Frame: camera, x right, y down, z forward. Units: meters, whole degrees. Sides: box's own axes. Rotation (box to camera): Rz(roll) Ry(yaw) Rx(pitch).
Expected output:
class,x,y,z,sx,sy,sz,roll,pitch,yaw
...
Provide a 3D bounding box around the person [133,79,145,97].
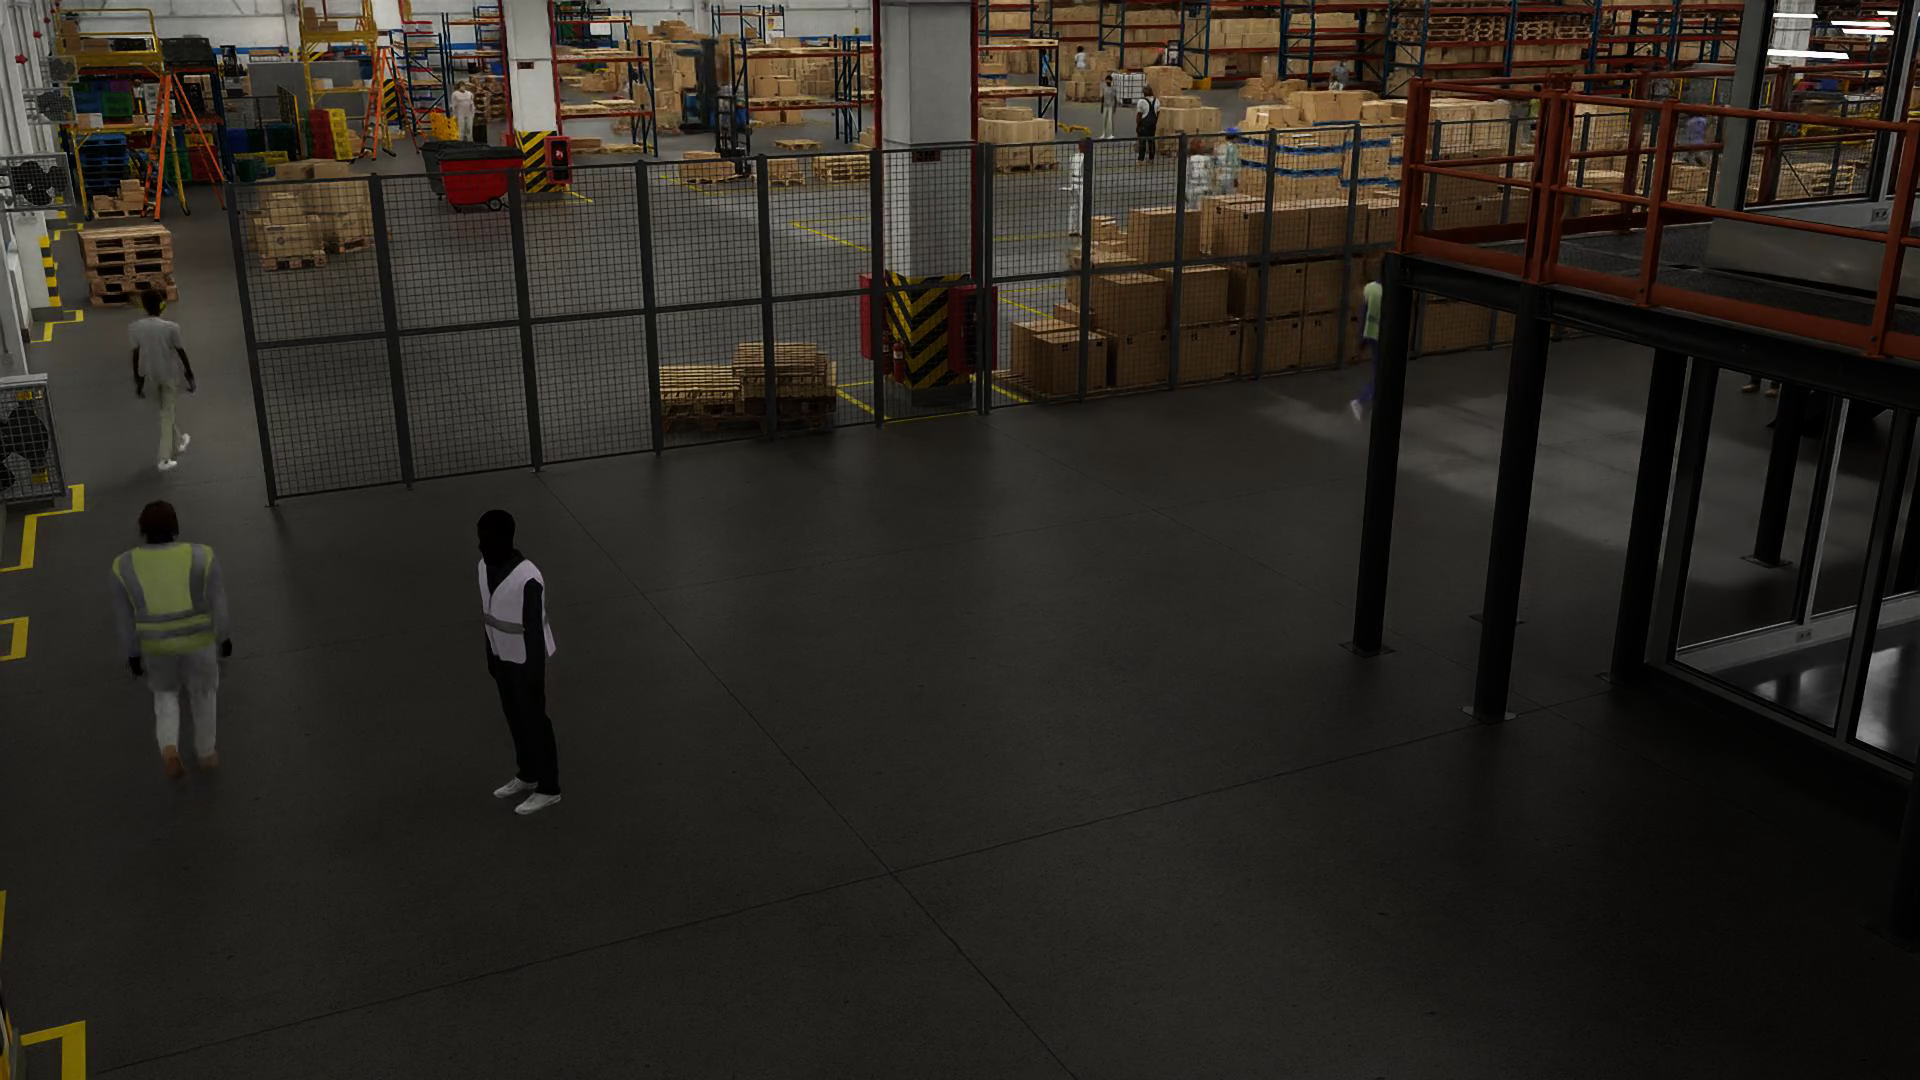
class,x,y,z,sx,sy,sz,roll,pitch,yaw
person,-25.345,-13.403,51.414,0.526,1.631,0.314,5,20,13

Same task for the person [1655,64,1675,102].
class,x,y,z,sx,sy,sz,roll,pitch,yaw
person,23.380,-14.833,55.187,0.861,1.882,0.647,-10,21,-27

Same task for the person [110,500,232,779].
class,x,y,z,sx,sy,sz,roll,pitch,yaw
person,-4.887,0.644,10.399,0.631,1.827,0.553,-7,20,-19

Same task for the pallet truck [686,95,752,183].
class,x,y,z,sx,sy,sz,roll,pitch,yaw
pallet truck,-5.836,-9.608,39.856,0.823,1.965,1.885,10,22,27

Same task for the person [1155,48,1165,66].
class,x,y,z,sx,sy,sz,roll,pitch,yaw
person,7.652,-18.057,64.433,1.010,1.954,0.618,10,22,28

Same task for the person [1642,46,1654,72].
class,x,y,z,sx,sy,sz,roll,pitch,yaw
person,28.649,-19.657,69.335,0.310,1.768,0.533,-11,22,-29

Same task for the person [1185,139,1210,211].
class,x,y,z,sx,sy,sz,roll,pitch,yaw
person,4.466,-6.644,31.506,0.576,1.846,0.951,-3,19,-9

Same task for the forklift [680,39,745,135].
class,x,y,z,sx,sy,sz,roll,pitch,yaw
forklift,-7.665,-13.939,51.076,1.873,2.768,1.129,-5,20,-15

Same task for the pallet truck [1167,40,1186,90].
class,x,y,z,sx,sy,sz,roll,pitch,yaw
pallet truck,9.045,-19.971,69.895,0.823,1.965,1.885,-3,19,-8

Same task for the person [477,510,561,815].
class,x,y,z,sx,sy,sz,roll,pitch,yaw
person,-2.671,0.718,10.064,0.584,1.911,0.392,17,25,40

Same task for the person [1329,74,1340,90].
class,x,y,z,sx,sy,sz,roll,pitch,yaw
person,12.110,-14.282,53.948,0.313,1.638,0.513,-7,20,-20

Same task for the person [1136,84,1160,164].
class,x,y,z,sx,sy,sz,roll,pitch,yaw
person,4.846,-10.873,43.456,0.682,2.000,0.537,-11,22,-28

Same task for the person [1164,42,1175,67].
class,x,y,z,sx,sy,sz,roll,pitch,yaw
person,9.038,-20.718,72.207,0.784,1.910,0.541,-17,25,-41

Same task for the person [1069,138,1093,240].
class,x,y,z,sx,sy,sz,roll,pitch,yaw
person,2.287,-6.631,31.416,0.354,1.876,0.574,-15,24,-37

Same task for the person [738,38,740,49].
class,x,y,z,sx,sy,sz,roll,pitch,yaw
person,-10.440,-22.503,77.347,0.570,1.926,0.550,12,22,31

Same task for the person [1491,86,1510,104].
class,x,y,z,sx,sy,sz,roll,pitch,yaw
person,14.310,-11.080,44.229,0.601,1.930,0.975,-9,21,-25

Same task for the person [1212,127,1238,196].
class,x,y,z,sx,sy,sz,roll,pitch,yaw
person,5.234,-7.193,32.976,0.519,1.915,0.828,-11,22,-30

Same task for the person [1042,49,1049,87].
class,x,y,z,sx,sy,sz,roll,pitch,yaw
person,3.500,-19.560,69.156,0.319,1.698,0.533,12,22,31

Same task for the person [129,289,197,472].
class,x,y,z,sx,sy,sz,roll,pitch,yaw
person,-8.173,-1.680,17.142,0.541,1.814,0.979,-1,19,-4

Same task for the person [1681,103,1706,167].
class,x,y,z,sx,sy,sz,roll,pitch,yaw
person,17.339,-9.337,39.233,0.555,1.896,0.970,-4,19,-11

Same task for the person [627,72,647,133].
class,x,y,z,sx,sy,sz,roll,pitch,yaw
person,-9.985,-13.642,51.853,0.648,1.800,0.926,3,19,9

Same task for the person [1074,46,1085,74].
class,x,y,z,sx,sy,sz,roll,pitch,yaw
person,5.167,-20.523,72.015,0.540,1.646,0.886,-10,21,-26

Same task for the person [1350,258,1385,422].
class,x,y,z,sx,sy,sz,roll,pitch,yaw
person,4.732,-2.263,18.731,0.791,1.894,0.598,-13,23,-32

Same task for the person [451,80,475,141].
class,x,y,z,sx,sy,sz,roll,pitch,yaw
person,-13.823,-11.819,46.356,0.632,1.939,0.362,-17,25,-40

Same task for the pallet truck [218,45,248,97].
class,x,y,z,sx,sy,sz,roll,pitch,yaw
pallet truck,-28.879,-18.665,66.111,0.823,1.965,1.885,-3,19,-9

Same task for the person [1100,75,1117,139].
class,x,y,z,sx,sy,sz,roll,pitch,yaw
person,4.443,-12.942,49.738,0.513,1.859,0.321,14,23,34

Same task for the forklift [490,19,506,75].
class,x,y,z,sx,sy,sz,roll,pitch,yaw
forklift,-18.941,-20.653,70.540,1.129,2.768,1.873,13,23,33

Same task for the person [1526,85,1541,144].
class,x,y,z,sx,sy,sz,roll,pitch,yaw
person,16.662,-12.332,48.231,0.414,1.679,0.539,2,19,6

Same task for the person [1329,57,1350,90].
class,x,y,z,sx,sy,sz,roll,pitch,yaw
person,13.376,-16.051,58.663,0.671,1.908,0.468,1,19,2

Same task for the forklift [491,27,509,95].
class,x,y,z,sx,sy,sz,roll,pitch,yaw
forklift,-16.444,-17.495,61.385,1.873,2.768,1.129,-13,23,-33
